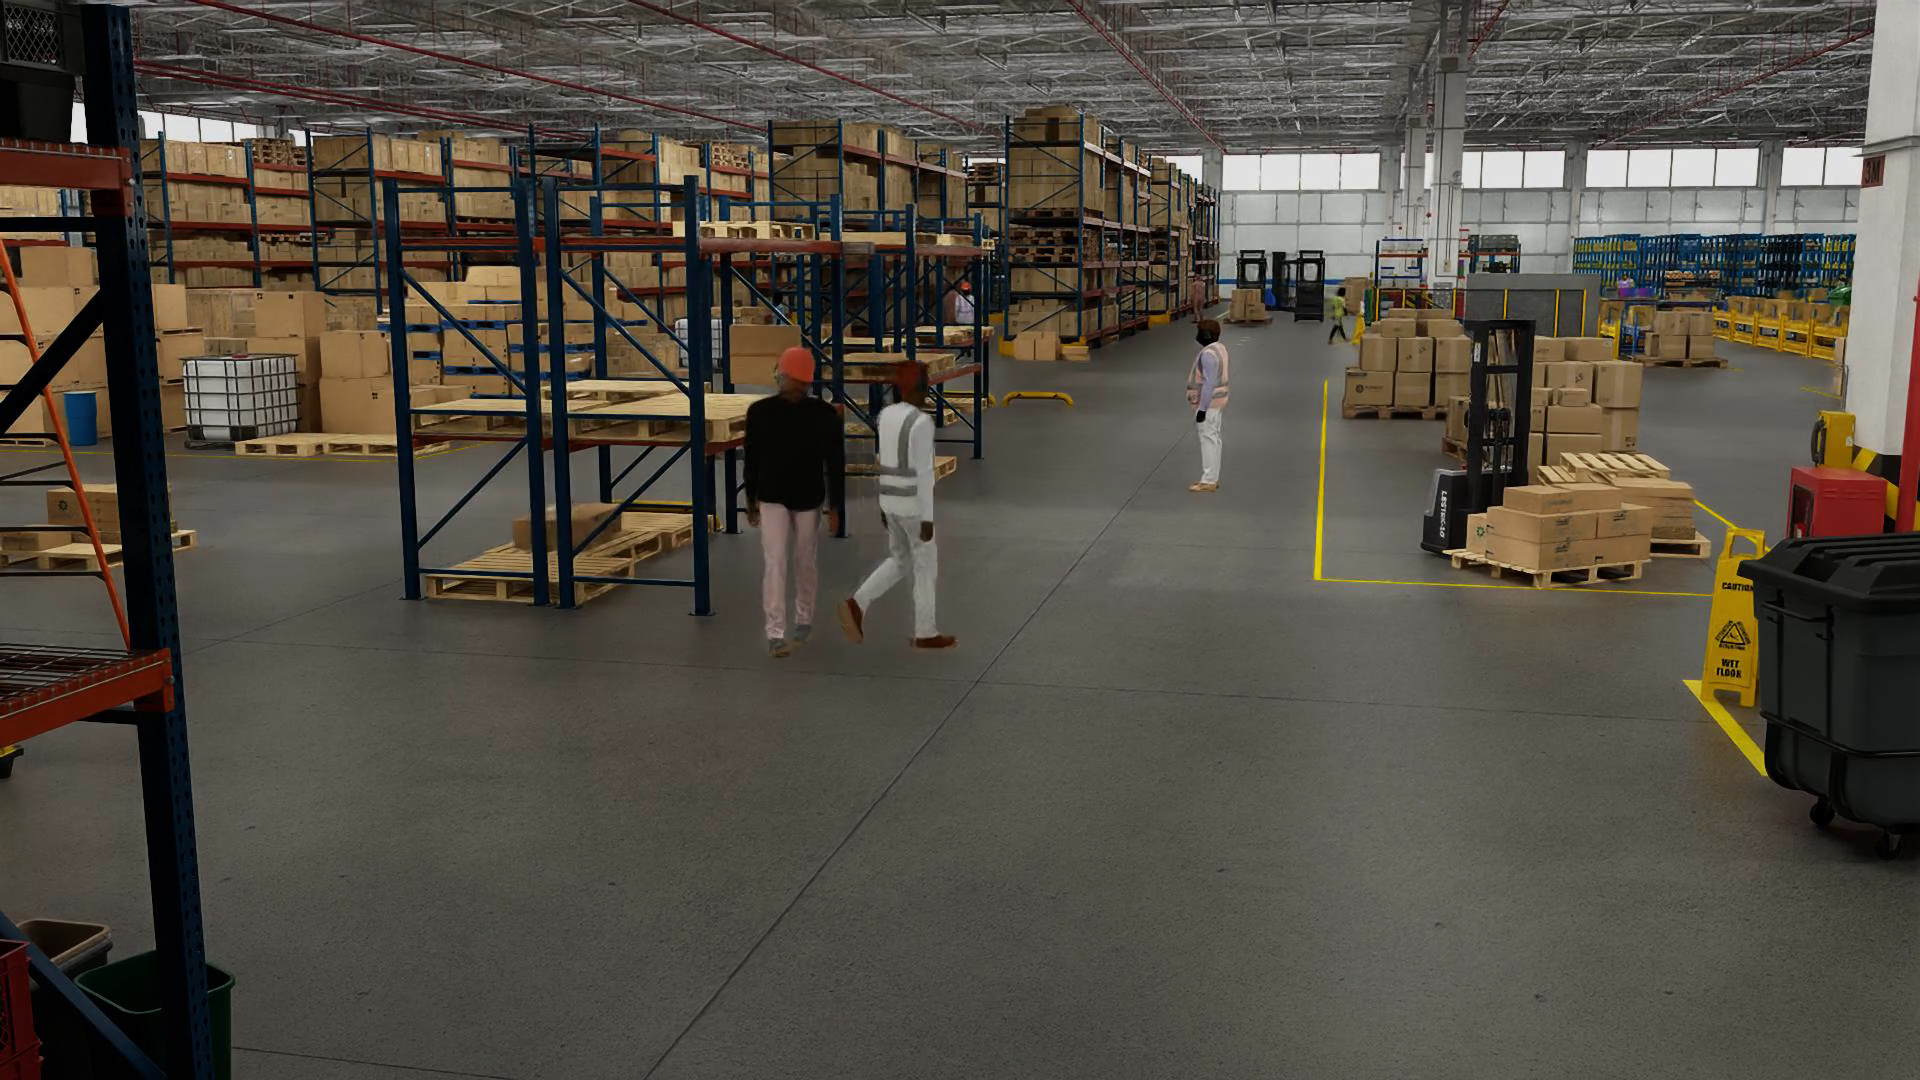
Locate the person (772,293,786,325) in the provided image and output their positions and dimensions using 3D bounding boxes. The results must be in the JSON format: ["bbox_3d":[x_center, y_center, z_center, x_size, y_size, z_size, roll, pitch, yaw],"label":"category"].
[{"bbox_3d":[-4.232,-4.921,38.848,0.317,1.696,0.539,0,10,1],"label":"person"}]

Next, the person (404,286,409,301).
[{"bbox_3d":[-12.791,-4.954,38.510,0.826,1.889,0.606,5,11,28],"label":"person"}]

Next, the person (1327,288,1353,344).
[{"bbox_3d":[11.084,-6.516,48.416,0.864,1.644,0.550,-2,10,-13],"label":"person"}]

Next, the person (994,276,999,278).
[{"bbox_3d":[2.017,-14.243,93.791,0.624,1.792,0.814,-1,10,-8],"label":"person"}]

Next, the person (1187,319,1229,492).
[{"bbox_3d":[2.633,-1.429,17.740,0.429,1.845,0.621,3,10,19],"label":"person"}]

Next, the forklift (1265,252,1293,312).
[{"bbox_3d":[14.882,-12.099,77.854,1.873,2.768,1.129,6,11,31],"label":"forklift"}]

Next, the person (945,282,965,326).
[{"bbox_3d":[-0.134,-6.381,47.050,0.664,1.852,1.011,3,10,19],"label":"person"}]

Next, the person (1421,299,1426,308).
[{"bbox_3d":[18.211,-9.307,64.894,0.845,1.656,0.552,-7,12,-37],"label":"person"}]

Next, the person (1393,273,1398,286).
[{"bbox_3d":[23.071,-13.277,88.222,0.485,1.734,0.346,-7,12,-36],"label":"person"}]

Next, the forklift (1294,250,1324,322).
[{"bbox_3d":[13.778,-10.002,65.433,1.129,2.768,1.873,2,10,12],"label":"forklift"}]

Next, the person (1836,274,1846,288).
[{"bbox_3d":[39.373,-10.983,74.349,0.403,1.827,0.599,8,13,40],"label":"person"}]

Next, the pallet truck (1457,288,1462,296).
[{"bbox_3d":[20.506,-9.785,68.819,0.653,1.274,1.630,2,10,12],"label":"pallet truck"}]

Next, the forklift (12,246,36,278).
[{"bbox_3d":[-24.800,-6.427,44.263,1.873,2.768,1.129,-9,13,-42],"label":"forklift"}]

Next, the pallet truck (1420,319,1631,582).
[{"bbox_3d":[4.543,-0.757,13.299,0.823,1.965,1.885,-4,10,-22],"label":"pallet truck"}]

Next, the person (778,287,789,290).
[{"bbox_3d":[-7.390,-10.238,70.147,0.555,1.751,0.449,1,10,9],"label":"person"}]

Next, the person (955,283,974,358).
[{"bbox_3d":[0.147,-5.566,42.140,0.563,1.891,1.018,0,10,-2],"label":"person"}]

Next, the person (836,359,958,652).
[{"bbox_3d":[-0.401,-0.199,10.401,0.702,1.863,0.620,-6,11,-33],"label":"person"}]

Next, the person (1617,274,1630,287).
[{"bbox_3d":[28.830,-10.646,72.316,0.570,1.840,0.373,-2,10,-9],"label":"person"}]

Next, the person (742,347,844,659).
[{"bbox_3d":[-1.050,-0.236,10.369,0.645,1.930,1.003,0,10,-2],"label":"person"}]

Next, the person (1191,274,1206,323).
[{"bbox_3d":[9.215,-9.367,64.568,0.641,1.904,0.401,-6,11,-31],"label":"person"}]

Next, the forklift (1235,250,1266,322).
[{"bbox_3d":[11.134,-9.673,63.484,1.129,2.768,1.873,2,10,12],"label":"forklift"}]
